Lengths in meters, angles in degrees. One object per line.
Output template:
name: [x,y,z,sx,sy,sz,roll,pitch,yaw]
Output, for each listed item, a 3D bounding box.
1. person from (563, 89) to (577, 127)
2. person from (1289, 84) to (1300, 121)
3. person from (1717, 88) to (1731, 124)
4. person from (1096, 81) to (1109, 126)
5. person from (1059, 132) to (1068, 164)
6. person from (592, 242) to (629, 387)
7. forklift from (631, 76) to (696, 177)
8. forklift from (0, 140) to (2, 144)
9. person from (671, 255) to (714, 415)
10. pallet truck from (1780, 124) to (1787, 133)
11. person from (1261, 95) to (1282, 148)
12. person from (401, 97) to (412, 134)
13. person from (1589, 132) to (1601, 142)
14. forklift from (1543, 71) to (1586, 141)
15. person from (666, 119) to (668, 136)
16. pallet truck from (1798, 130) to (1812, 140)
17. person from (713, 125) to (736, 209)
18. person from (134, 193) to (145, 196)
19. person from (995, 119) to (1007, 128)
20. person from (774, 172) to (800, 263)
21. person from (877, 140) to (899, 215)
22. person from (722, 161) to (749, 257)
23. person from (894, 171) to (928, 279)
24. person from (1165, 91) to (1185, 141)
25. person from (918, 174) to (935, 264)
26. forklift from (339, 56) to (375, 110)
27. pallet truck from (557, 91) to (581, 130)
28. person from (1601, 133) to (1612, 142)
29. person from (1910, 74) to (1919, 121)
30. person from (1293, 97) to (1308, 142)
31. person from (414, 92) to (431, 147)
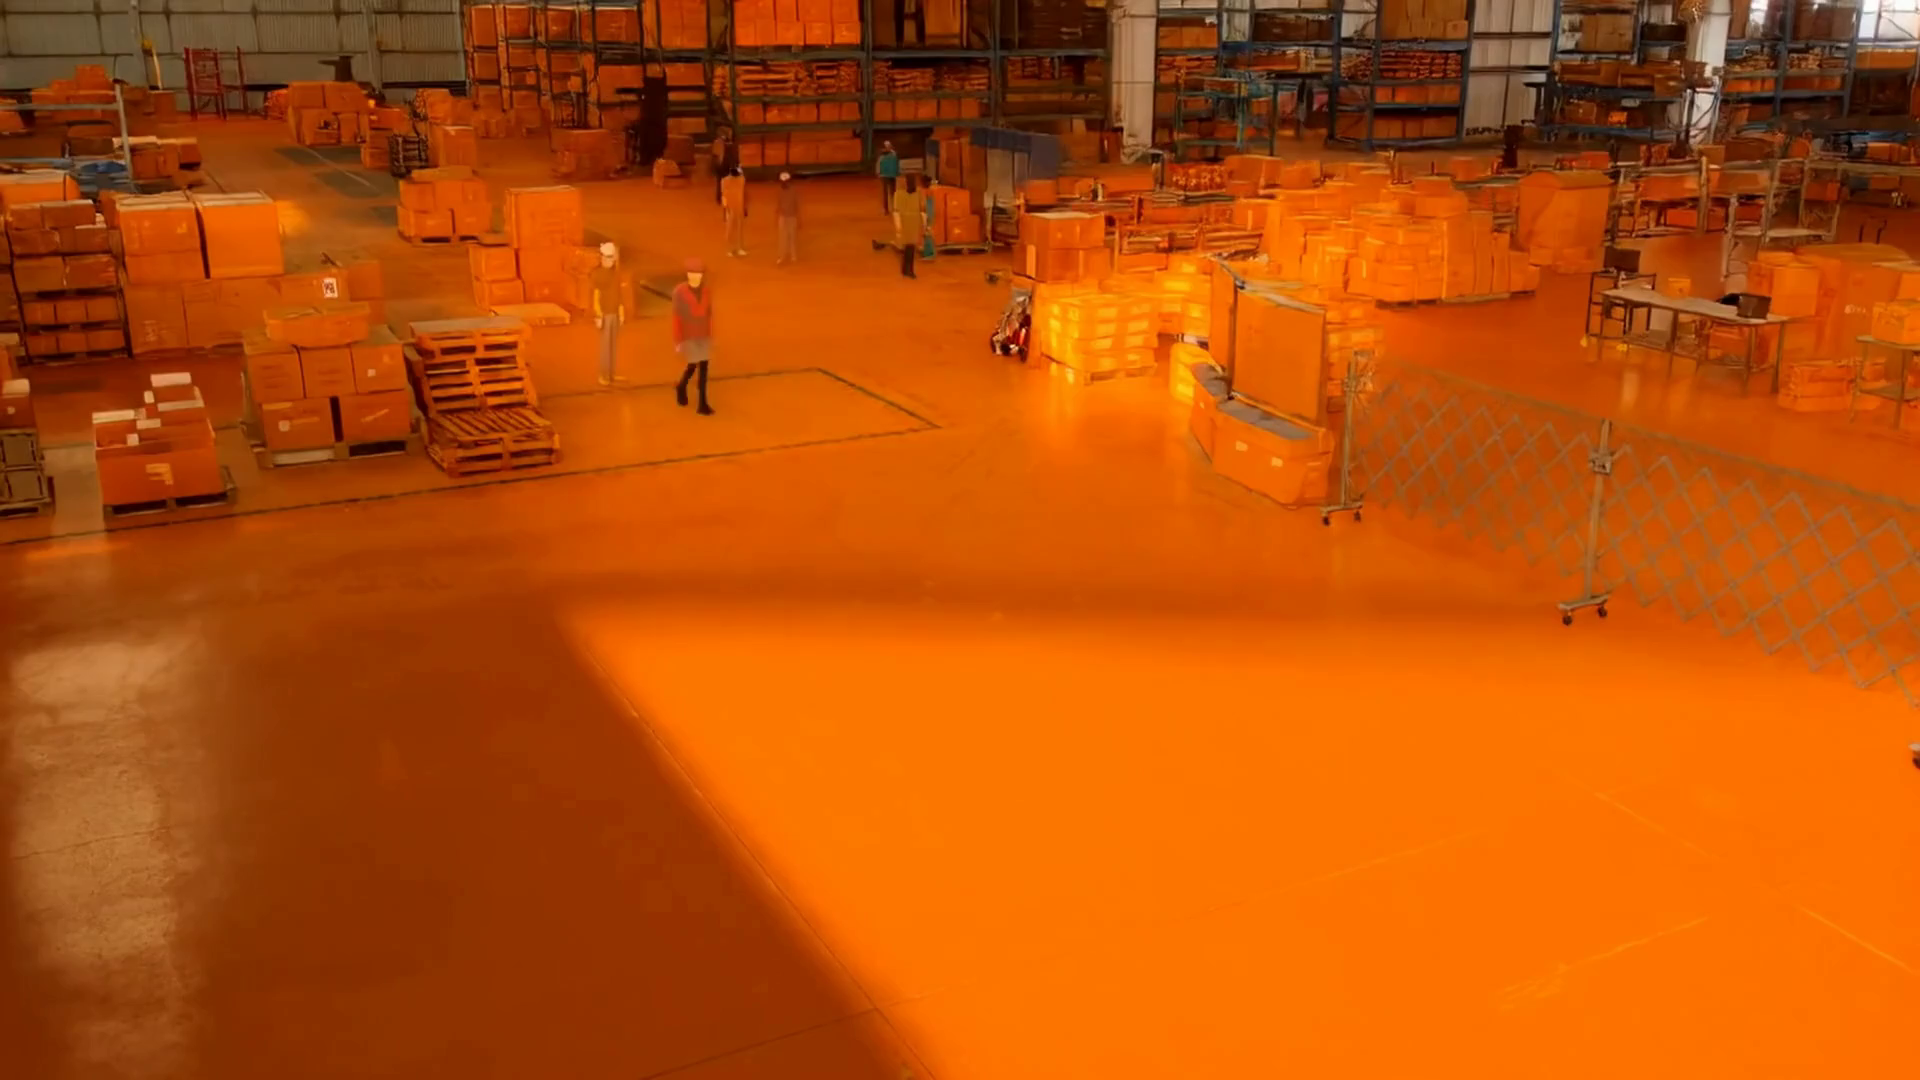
person: [-14.390,-15.681,61.397,0.430,1.845,0.624,9,20,27]
person: [13.560,-17.420,66.875,0.901,1.795,0.587,-6,19,-17]
person: [27.919,-15.560,60.930,0.617,1.909,0.645,10,20,28]
person: [5.937,-17.947,68.412,0.708,1.871,0.937,-1,18,-2]
person: [2.664,-9.841,43.536,0.435,1.612,0.543,-5,18,-16]
person: [-4.553,-2.940,21.637,0.313,1.864,0.530,9,20,25]
forklift: [-8.800,-12.063,48.441,1.873,2.768,1.129,-9,20,-26]
forklift: [-35.424,-15.543,59.291,1.873,2.768,1.129,13,22,35]
person: [-3.219,-2.485,20.114,0.561,1.927,0.522,-15,23,-38]
pallet truck: [25.206,-12.542,52.601,1.601,1.201,0.680,0,18,-2]
person: [10.895,-14.558,57.881,0.895,1.859,0.650,-4,18,-12]
person: [-19.987,-15.164,60.126,0.315,1.629,0.509,-11,21,-30]
person: [22.024,-14.343,57.478,0.521,1.677,0.540,-14,23,-37]
forklift: [18.685,-13.231,52.085,1.873,2.768,1.129,-9,20,-26]
person: [-8.921,-11.927,49.623,0.342,1.882,0.579,15,23,38]
pallet truck: [25.526,-11.556,49.408,1.630,1.274,0.653,-9,20,-26]
person: [-5.692,-9.108,40.581,0.624,2.000,0.706,6,19,19]
person: [-13.182,-4.637,26.891,0.604,1.888,0.890,-3,18,-8]
person: [0.955,-9.998,43.461,0.562,1.974,0.636,-13,22,-35]
person: [-3.352,-6.244,32.162,0.543,1.711,0.895,3,18,10]
person: [-1.701,-8.618,39.531,0.547,1.740,0.662,2,18,7]
person: [-4.432,-6.550,32.895,0.517,1.865,0.334,-8,19,-23]
person: [-0.869,-5.686,30.056,0.628,1.947,0.522,-8,19,-23]
person: [8.021,-15.596,61.117,1.009,1.862,0.655,11,21,30]
person: [-0.655,-6.169,31.971,0.321,1.697,0.530,5,18,15]
forklift: [-25.337,-18.623,68.892,1.873,2.768,1.129,-9,20,-26]
pallet truck: [-13.495,-14.412,57.188,0.823,1.965,1.885,-3,18,-9]
person: [21.619,-13.660,55.193,0.894,1.784,0.585,-9,20,-26]
person: [41.382,-19.126,71.886,0.609,1.996,0.383,6,19,19]
person: [12.432,-15.303,60.606,0.576,1.608,0.590,-8,20,-24]
person: [-18.915,-14.777,58.476,0.589,1.909,0.386,9,20,27]
